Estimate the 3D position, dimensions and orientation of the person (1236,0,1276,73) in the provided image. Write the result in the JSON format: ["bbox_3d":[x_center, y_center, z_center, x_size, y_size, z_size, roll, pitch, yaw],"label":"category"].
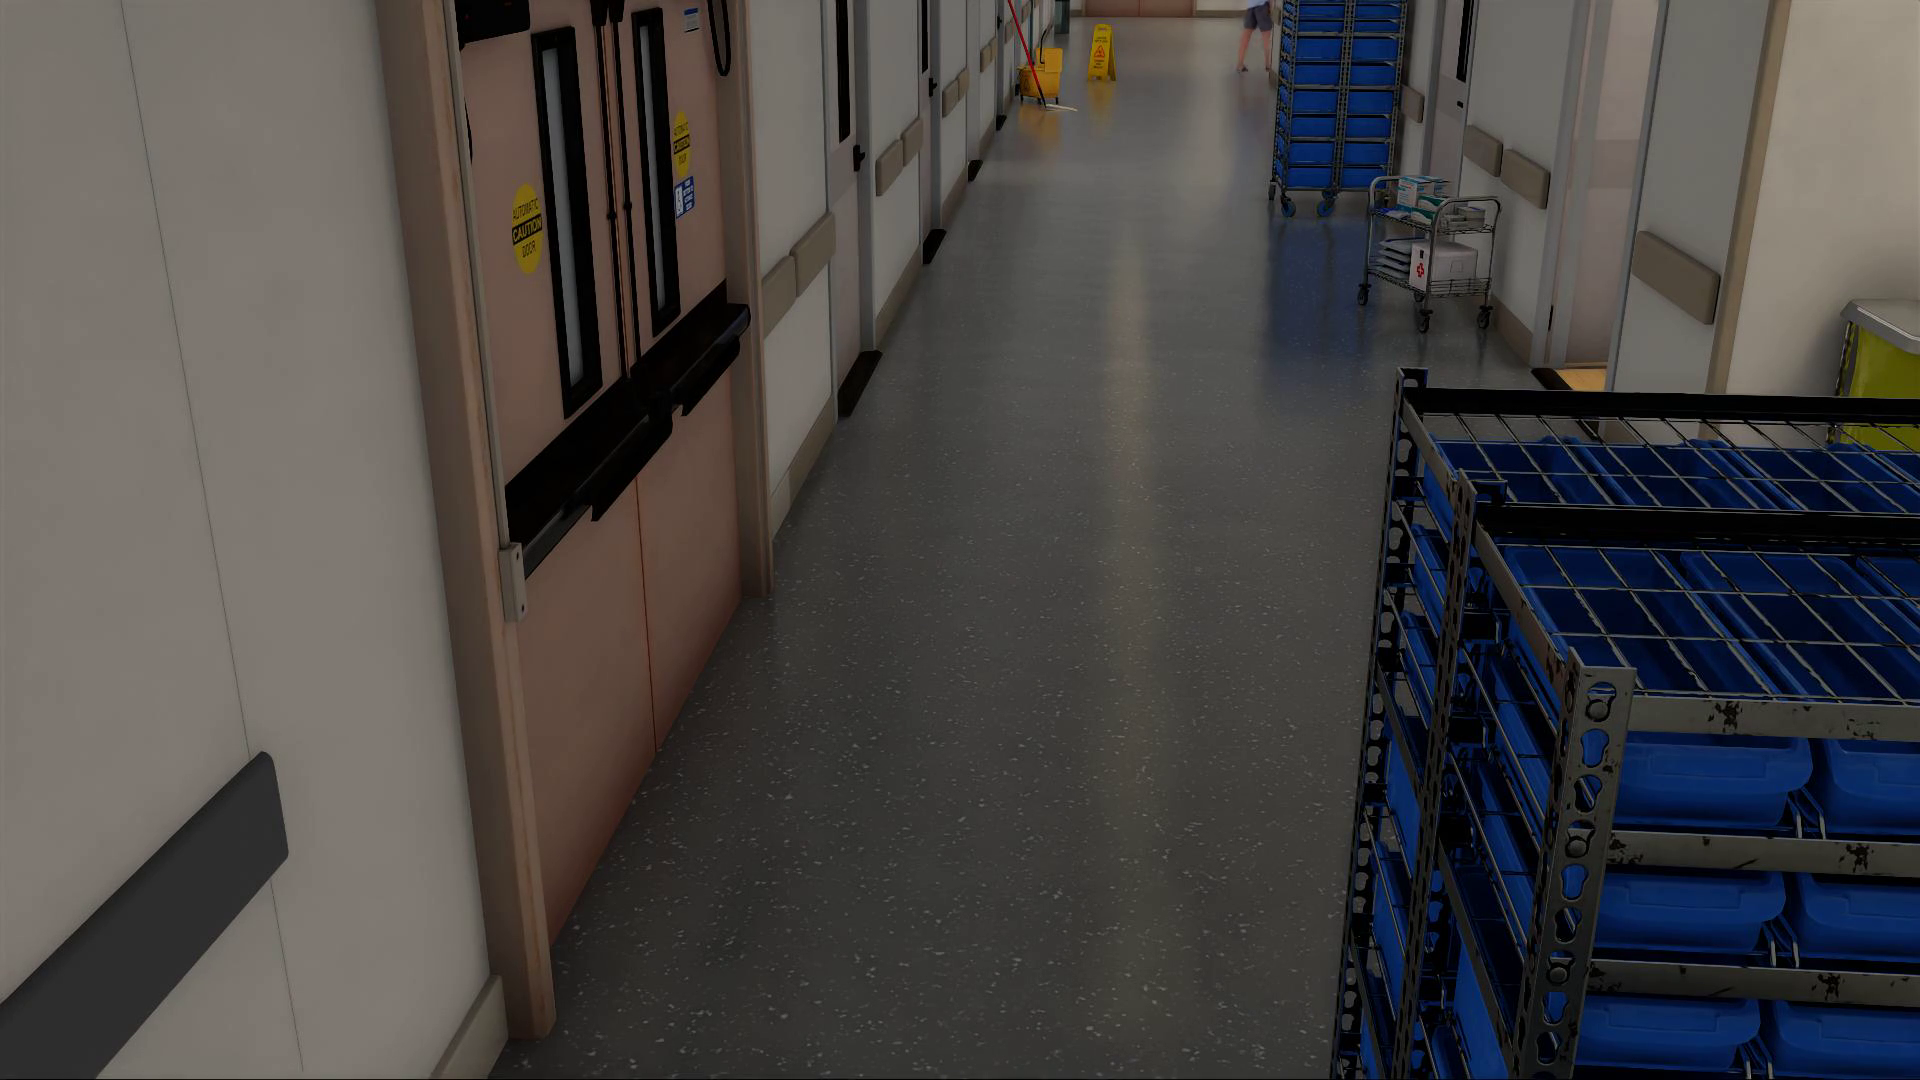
[{"bbox_3d":[4.261,-7.628,23.961,1.279,1.784,1.212,-19,28,-41],"label":"person"}]
